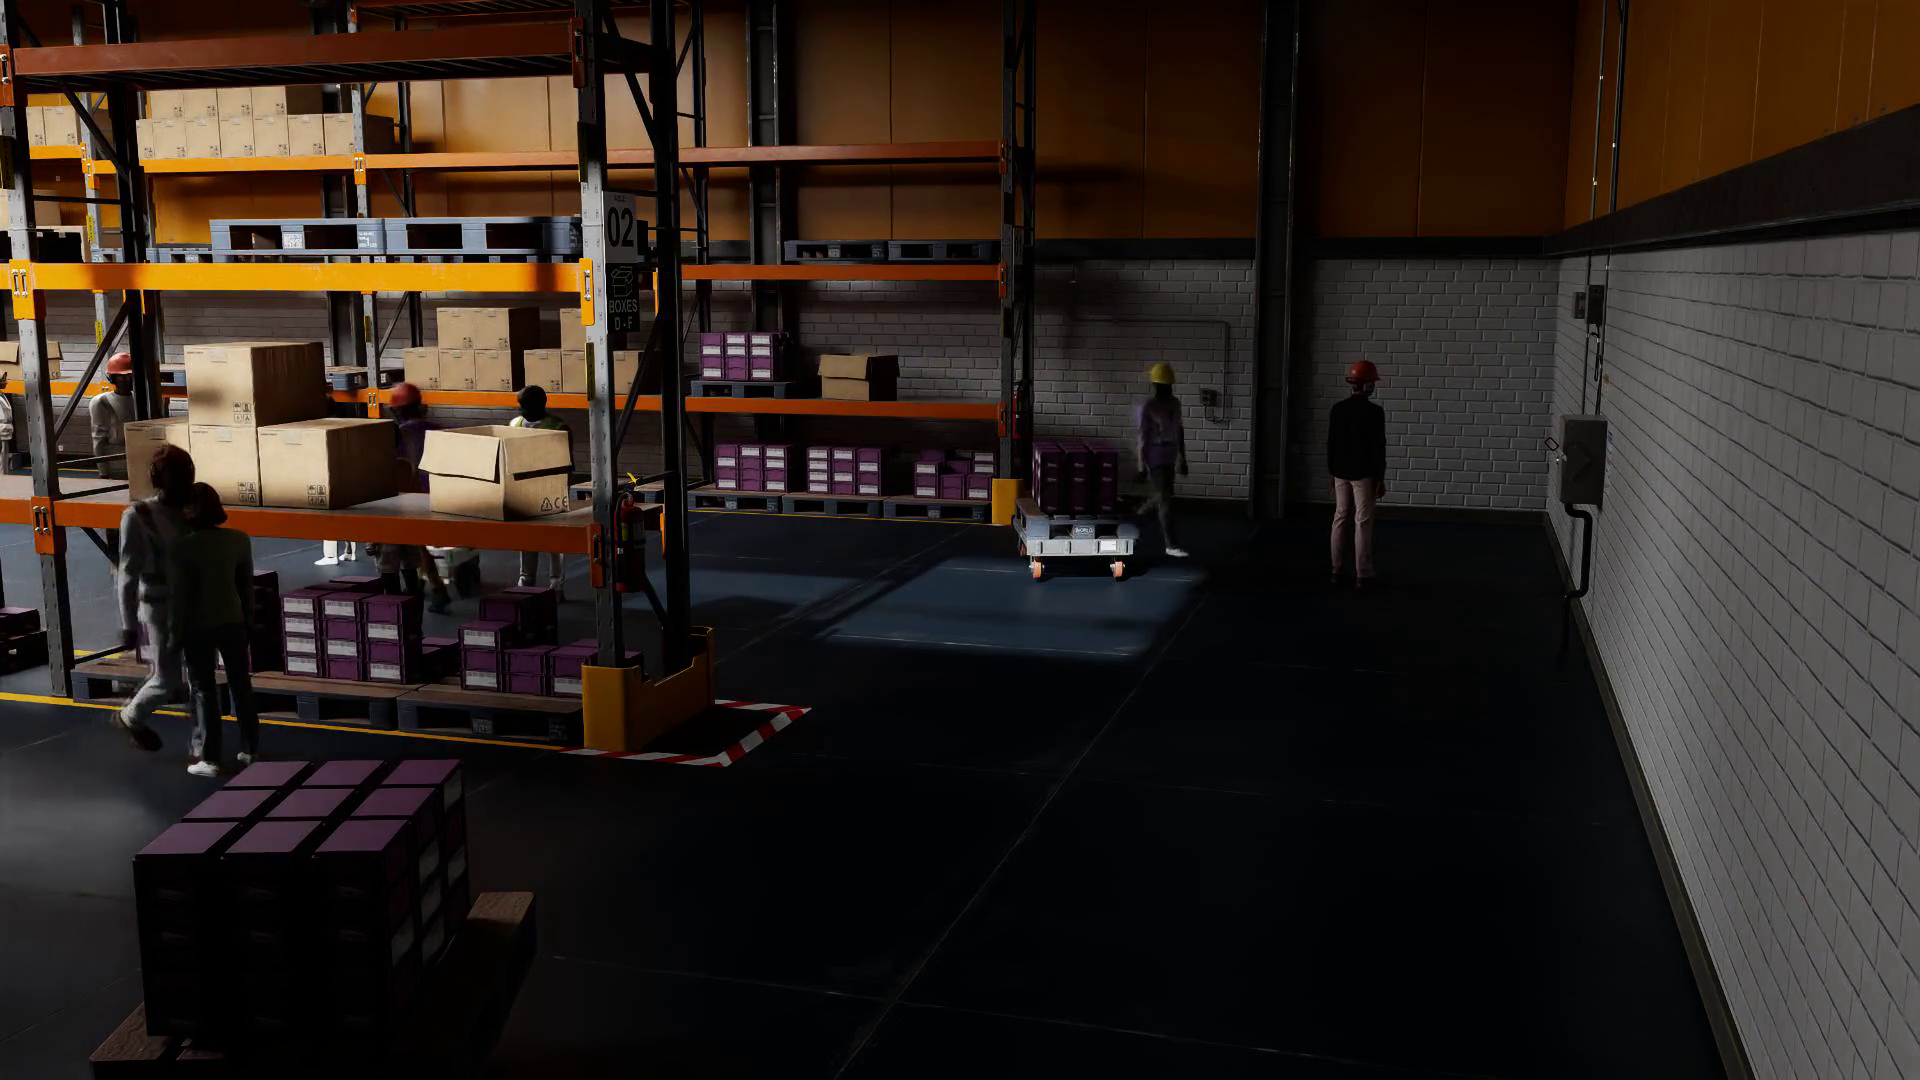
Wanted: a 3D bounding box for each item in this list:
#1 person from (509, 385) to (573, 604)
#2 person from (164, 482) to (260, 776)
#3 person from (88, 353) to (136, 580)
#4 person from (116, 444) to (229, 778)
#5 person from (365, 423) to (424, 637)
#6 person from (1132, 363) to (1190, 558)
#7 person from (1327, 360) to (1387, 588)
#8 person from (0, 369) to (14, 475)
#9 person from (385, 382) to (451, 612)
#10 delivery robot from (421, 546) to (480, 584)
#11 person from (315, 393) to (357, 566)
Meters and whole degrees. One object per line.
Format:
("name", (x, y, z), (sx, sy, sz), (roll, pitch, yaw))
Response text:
("person", (-3.533, -0.374, 13.881), (0.621, 1.838, 0.429), (3, 10, 20))
("person", (-4.147, 0.491, 9.220), (0.279, 1.631, 0.504), (7, 12, 37))
("person", (-7.510, -0.667, 15.032), (0.382, 2.045, 0.605), (5, 10, 26))
("person", (-4.396, 0.382, 9.202), (0.683, 1.862, 0.588), (5, 11, 30))
("person", (-4.178, -0.038, 12.254), (0.322, 1.696, 0.536), (3, 10, 19))
("person", (1.936, -0.800, 16.295), (0.757, 1.909, 0.638), (8, 12, 41))
("person", (3.506, -0.580, 14.651), (0.387, 1.996, 0.611), (-6, 11, -34))
("person", (-11.195, -1.174, 19.387), (0.315, 1.629, 0.509), (-4, 10, -20))
("person", (-4.458, -0.366, 13.726), (0.934, 1.882, 0.559), (6, 11, 32))
("delivery robot", (-4.449, 0.121, 14.472), (0.477, 0.478, 0.707), (1, 9, 3))
("person", (-5.936, -0.572, 15.693), (0.315, 1.636, 0.515), (5, 10, 27))
